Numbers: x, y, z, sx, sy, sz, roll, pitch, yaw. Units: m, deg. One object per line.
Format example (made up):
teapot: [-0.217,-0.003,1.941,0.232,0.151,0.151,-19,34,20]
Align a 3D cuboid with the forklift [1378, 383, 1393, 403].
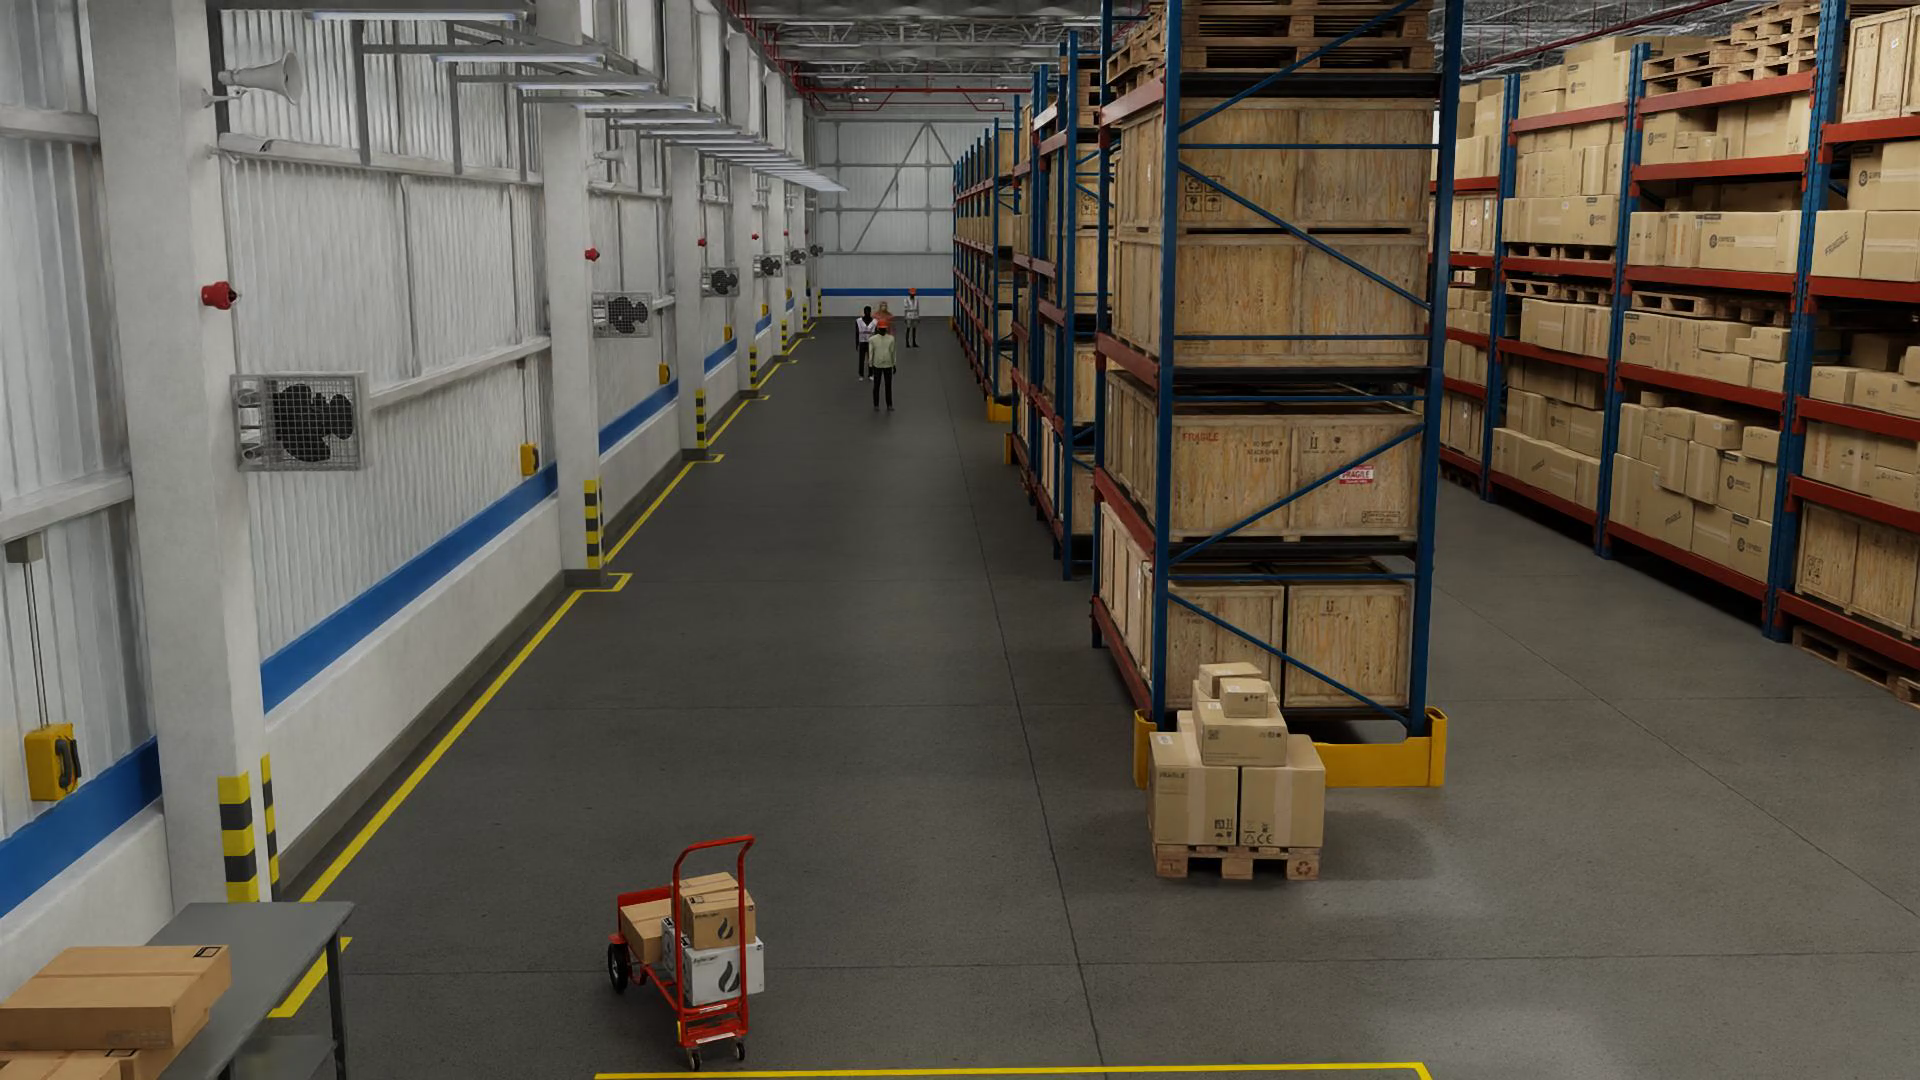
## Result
forklift: [5.387,-1.664,22.509,1.129,2.768,1.873,0,11,-2]

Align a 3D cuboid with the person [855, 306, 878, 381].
person: [-2.381,-5.029,42.563,0.599,1.908,0.402,-2,11,-8]

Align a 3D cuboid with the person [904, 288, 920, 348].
person: [-1.539,-7.162,53.597,0.543,1.928,0.372,-6,12,-28]

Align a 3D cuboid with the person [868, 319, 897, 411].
person: [-1.662,-3.755,35.730,0.616,1.987,0.407,-3,11,-16]

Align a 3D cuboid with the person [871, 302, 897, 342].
person: [-2.054,-5.537,45.269,0.678,1.867,0.923,-3,11,-14]
